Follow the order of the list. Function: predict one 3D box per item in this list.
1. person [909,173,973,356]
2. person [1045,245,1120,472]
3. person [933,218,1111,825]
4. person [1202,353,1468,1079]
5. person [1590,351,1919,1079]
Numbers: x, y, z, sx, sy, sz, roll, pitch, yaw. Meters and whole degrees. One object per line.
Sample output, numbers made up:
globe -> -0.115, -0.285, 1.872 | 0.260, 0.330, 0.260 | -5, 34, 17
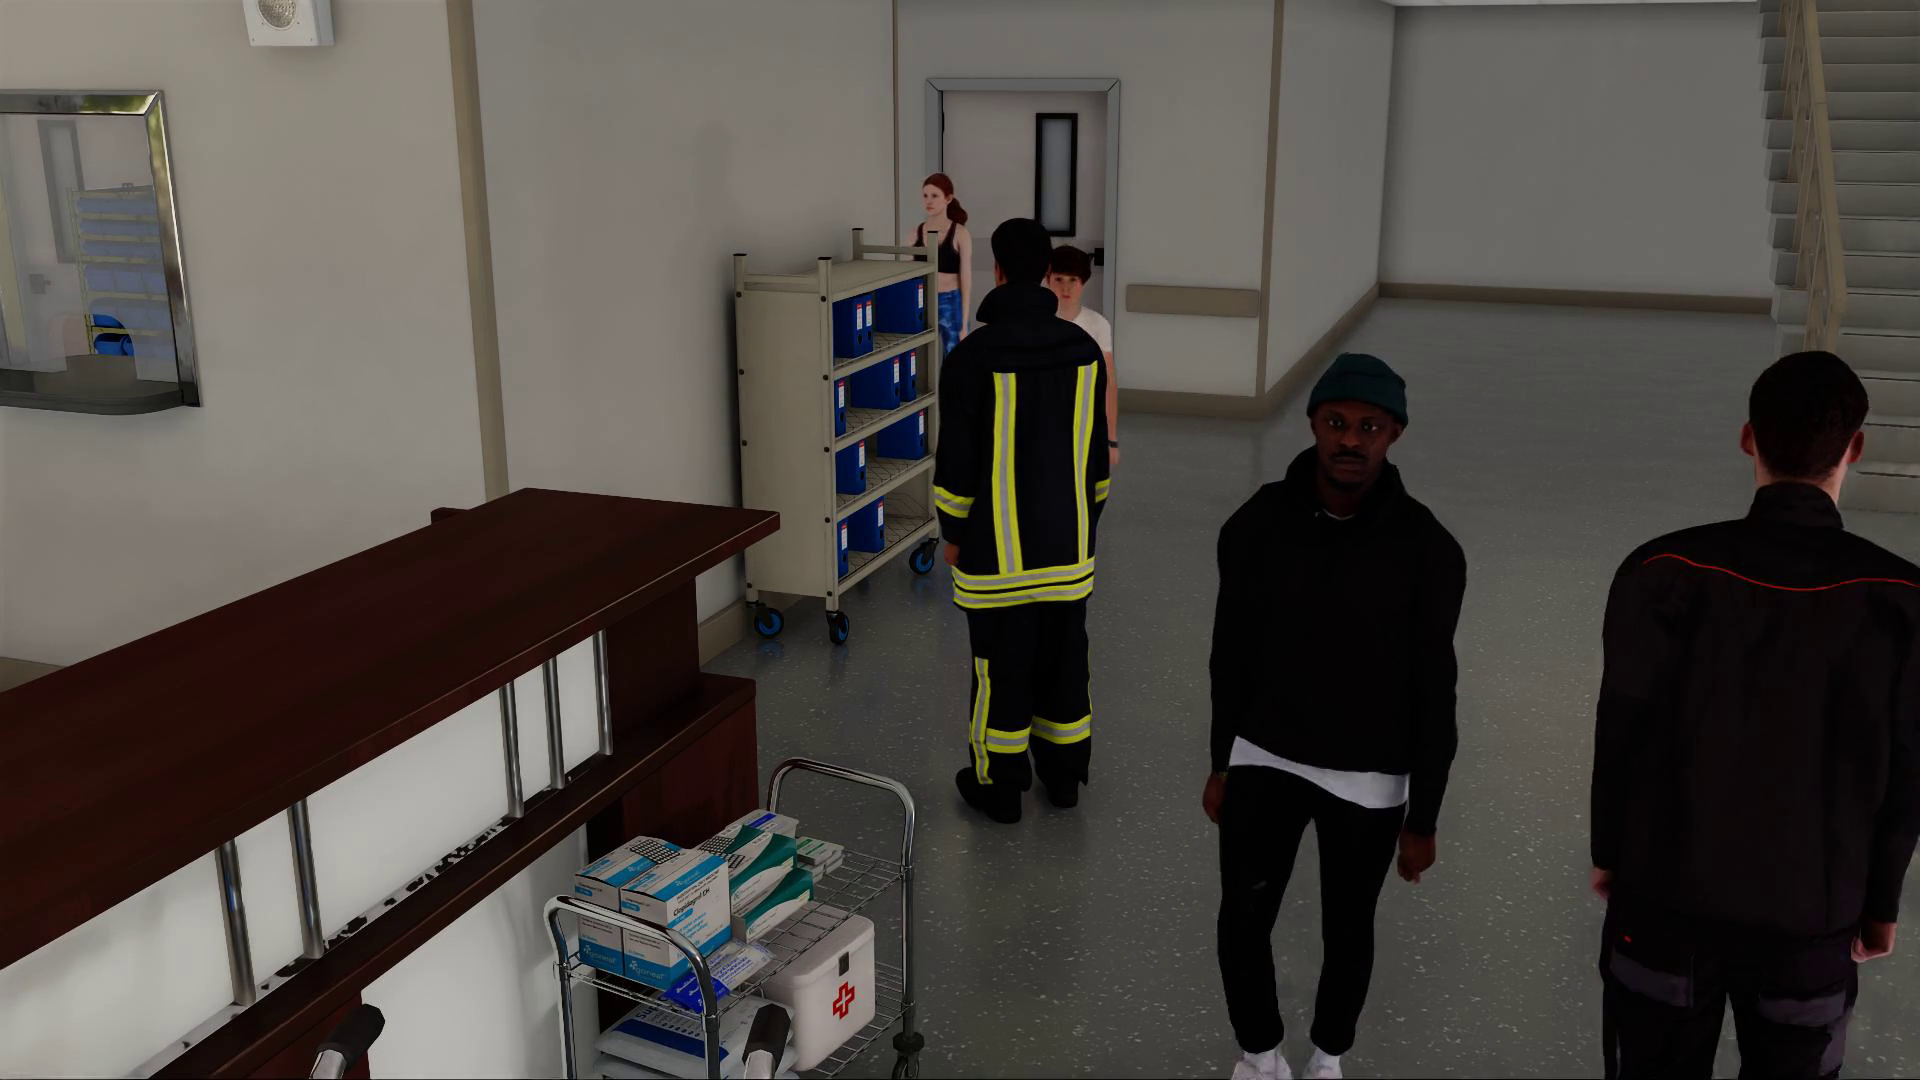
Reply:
person -> -0.109, -1.240, 9.749 | 0.572, 1.781, 0.566 | 8, 18, 27
person -> 0.452, -0.449, 7.225 | 0.830, 1.628, 1.109 | 0, 16, 0
person -> 0.202, -0.056, 5.284 | 0.880, 1.925, 0.951 | -8, 18, -26
person -> 0.809, 0.471, 3.637 | 0.681, 1.805, 0.650 | 6, 17, 20
person -> 1.325, 0.642, 2.853 | 0.691, 1.900, 0.755 | 7, 17, 22
